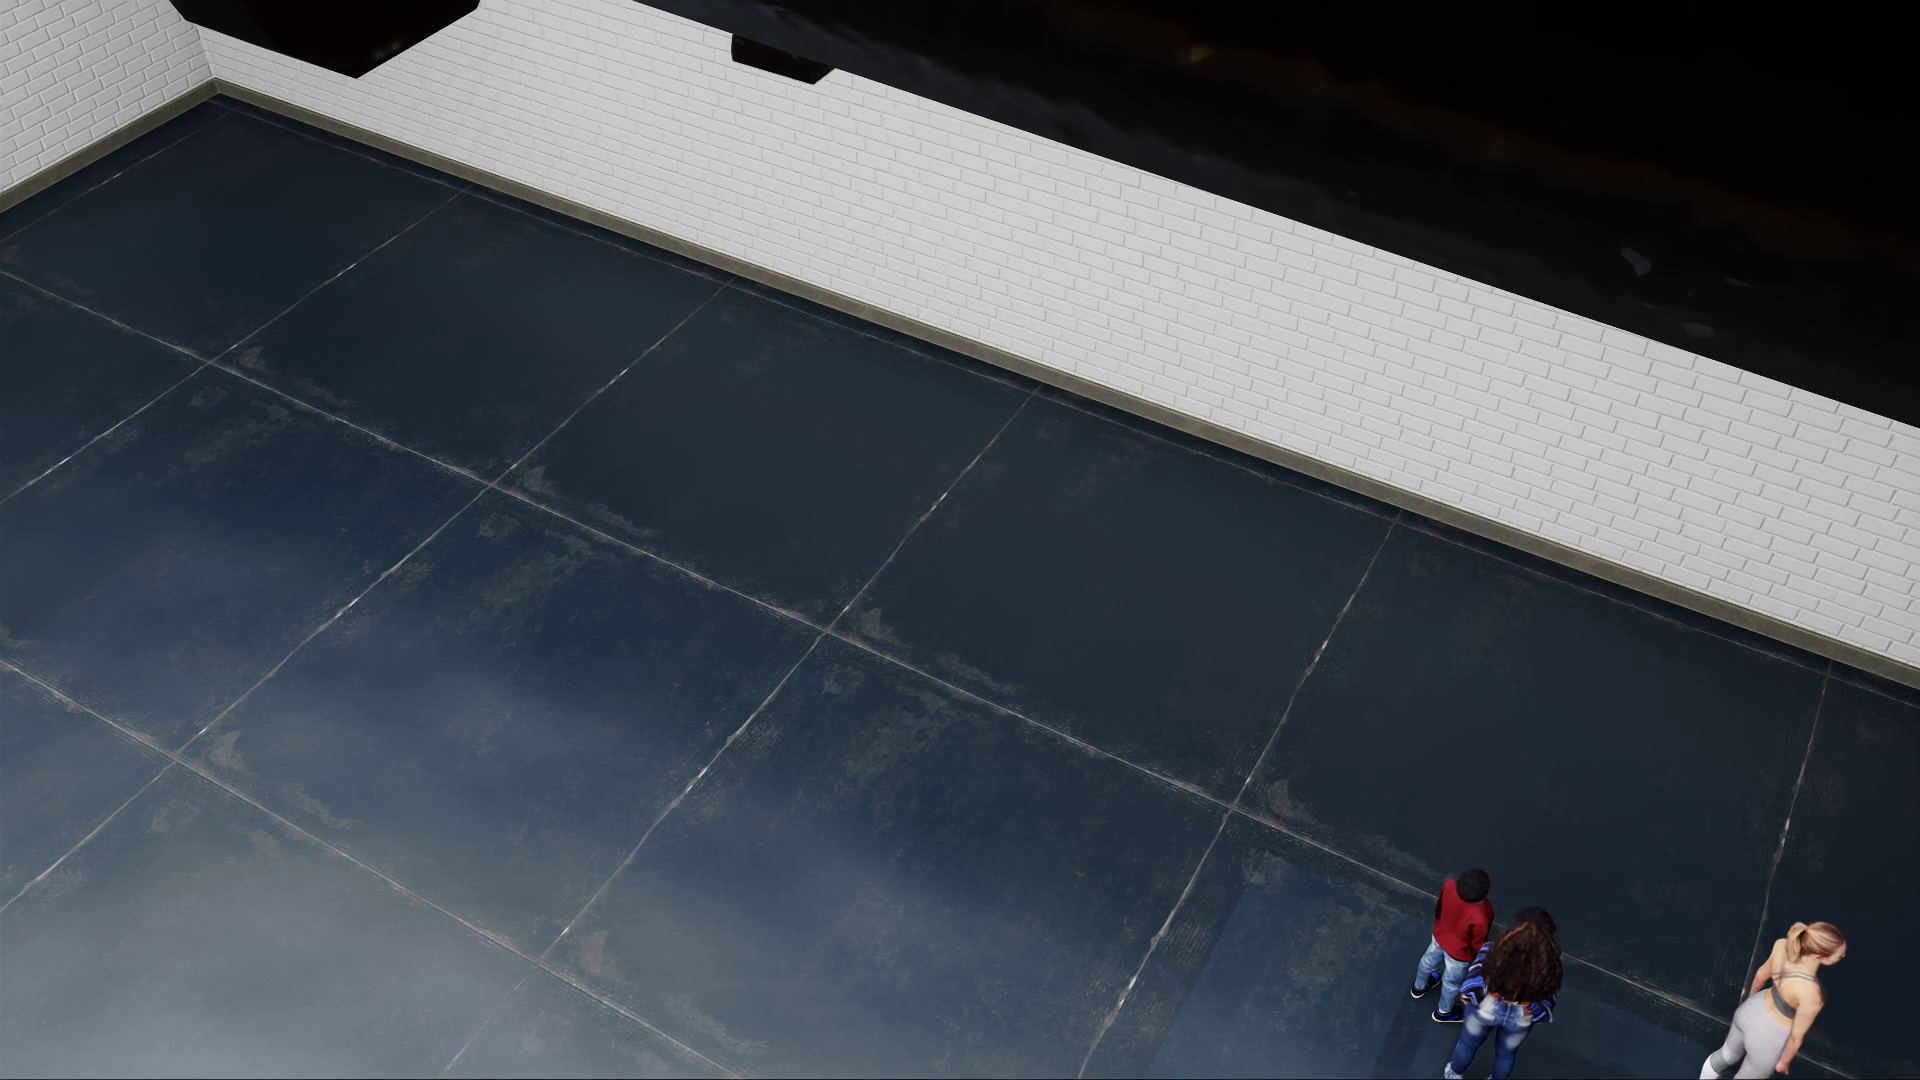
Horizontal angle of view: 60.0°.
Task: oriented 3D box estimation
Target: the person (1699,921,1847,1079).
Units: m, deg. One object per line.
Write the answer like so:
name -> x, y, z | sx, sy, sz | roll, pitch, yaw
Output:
person -> 3.982, 2.425, 8.240 | 0.699, 1.706, 0.611 | -3, 44, -3

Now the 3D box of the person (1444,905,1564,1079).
person -> 2.733, 2.352, 8.376 | 0.641, 1.624, 0.600 | 14, 45, 14

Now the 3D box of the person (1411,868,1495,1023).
person -> 2.643, 2.134, 8.872 | 0.631, 1.254, 0.590 | -19, 47, -19
